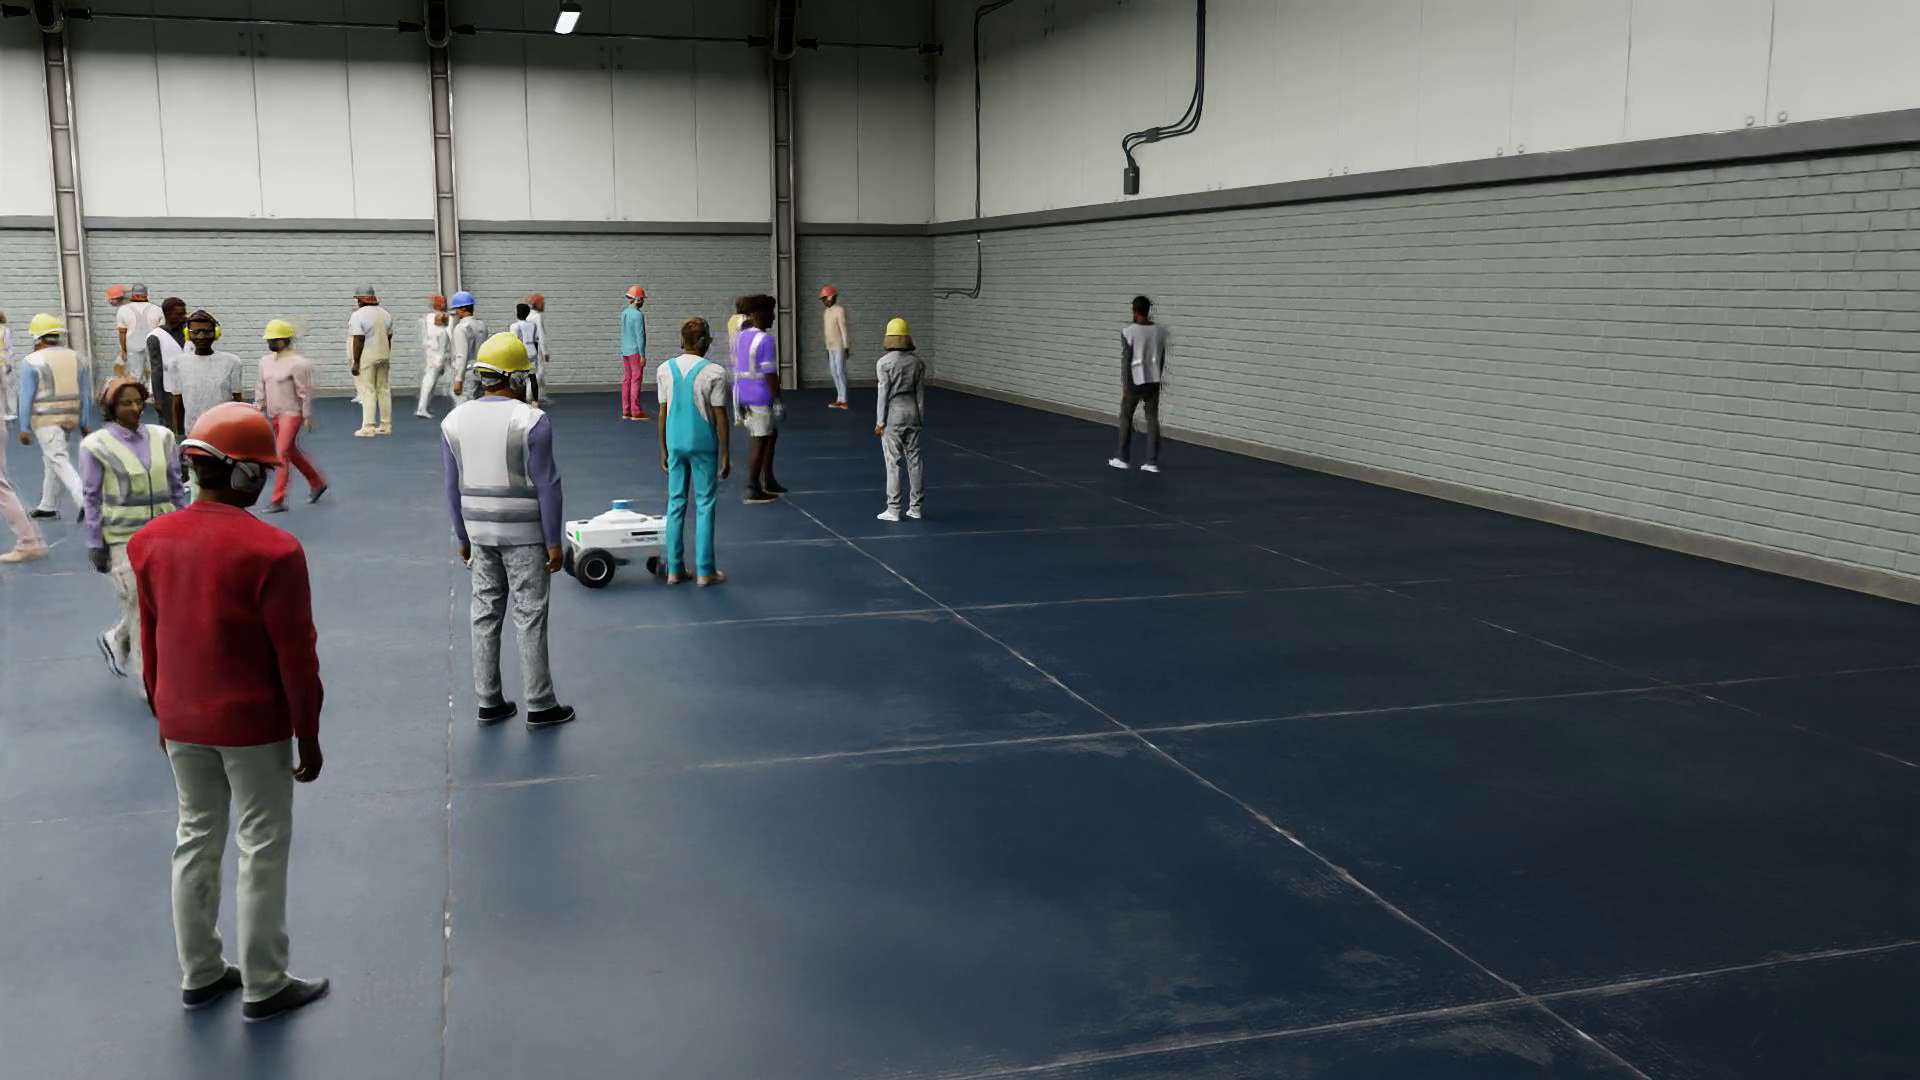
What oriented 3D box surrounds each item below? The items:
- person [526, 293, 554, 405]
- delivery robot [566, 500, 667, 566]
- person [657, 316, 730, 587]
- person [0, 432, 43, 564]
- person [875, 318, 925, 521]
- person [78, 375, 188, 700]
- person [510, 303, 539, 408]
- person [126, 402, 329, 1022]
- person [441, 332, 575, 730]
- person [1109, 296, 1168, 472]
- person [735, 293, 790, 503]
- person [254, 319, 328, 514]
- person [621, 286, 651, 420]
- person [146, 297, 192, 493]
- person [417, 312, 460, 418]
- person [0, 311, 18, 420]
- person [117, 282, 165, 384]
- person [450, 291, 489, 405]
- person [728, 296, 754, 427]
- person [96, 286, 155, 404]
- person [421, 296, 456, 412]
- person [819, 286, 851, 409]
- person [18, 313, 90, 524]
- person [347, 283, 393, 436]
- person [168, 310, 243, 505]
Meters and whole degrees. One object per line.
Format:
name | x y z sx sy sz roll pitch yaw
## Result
person | -6.973 -3.120 27.338 0.549 1.857 0.633 -4 10 -25
delivery robot | -2.328 -0.031 11.431 0.707 0.478 0.477 -4 10 -25
person | -1.796 -0.594 11.266 0.518 1.835 0.353 2 9 15
person | -7.163 -0.682 11.959 0.948 1.789 0.523 -9 12 -43
person | -0.528 -1.038 14.383 0.494 1.741 0.308 -7 11 -36
person | -4.114 -0.008 8.226 0.644 1.621 0.512 5 10 28
person | -6.949 -2.922 26.540 0.315 1.697 0.541 7 11 37
person | -2.026 0.484 4.687 0.574 1.738 0.355 3 9 17
person | -2.079 -0.036 7.697 0.588 1.834 0.403 3 9 20
person | 1.935 -1.705 18.172 0.601 1.886 0.848 -4 10 -24
person | -1.764 -1.322 15.531 0.672 1.944 0.650 -6 10 -32
person | -6.059 -1.137 15.054 0.521 1.734 0.870 5 10 27
person | -4.817 -2.777 24.720 0.415 1.985 0.610 -6 11 -35
person | -7.697 -1.412 16.258 0.391 1.909 0.587 2 9 11
person | -7.758 -2.618 24.934 0.914 1.584 0.530 -6 11 -35
person | -14.163 -2.584 24.567 0.514 1.640 0.309 5 10 28
person | -12.673 -2.980 25.816 0.676 2.000 0.536 -4 10 -26
person | -5.566 -1.848 18.898 0.389 1.946 0.603 2 9 10
person | -3.034 -2.522 23.542 0.429 1.842 0.626 -5 10 -31
person | -13.808 -3.205 27.510 0.905 1.969 0.644 -2 9 -11
person | -8.193 -2.931 26.230 0.621 1.820 1.007 3 9 19
person | -2.000 -3.096 26.788 0.450 1.969 0.690 -5 10 -29
person | -7.676 -1.028 14.153 0.902 1.799 0.602 3 9 18
person | -7.877 -2.397 22.101 0.536 2.000 0.688 4 10 22
person | -5.409 -0.724 11.996 0.504 1.864 0.332 -3 9 -19
